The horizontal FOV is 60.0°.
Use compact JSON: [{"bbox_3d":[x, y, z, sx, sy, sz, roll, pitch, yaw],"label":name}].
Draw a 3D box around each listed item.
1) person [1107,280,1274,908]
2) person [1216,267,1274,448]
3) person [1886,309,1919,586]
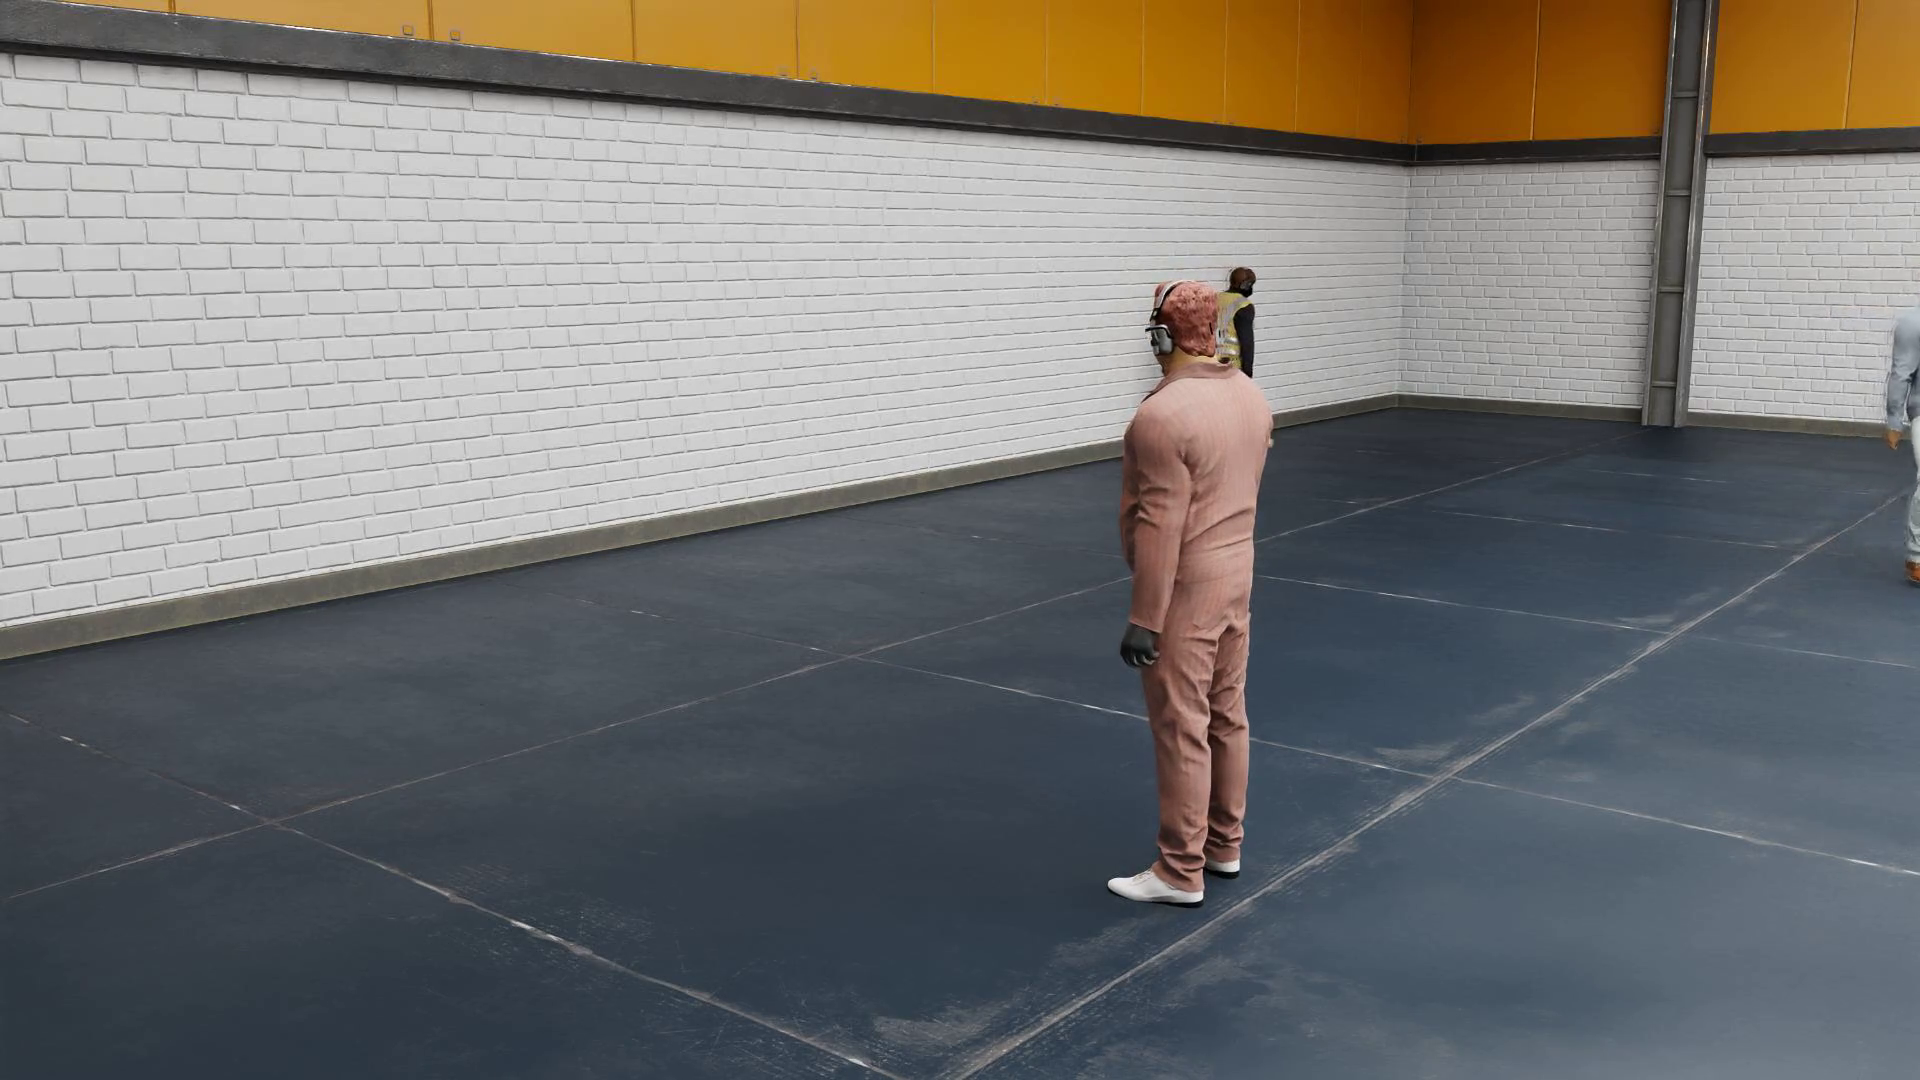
[{"bbox_3d":[0.678,0.167,5.089,0.401,1.904,0.641,8,13,37],"label":"person"},{"bbox_3d":[2.482,-1.641,15.483,1.037,1.777,0.659,-4,11,-19],"label":"person"},{"bbox_3d":[5.793,-0.666,9.692,0.645,1.898,0.662,0,10,0],"label":"person"}]
